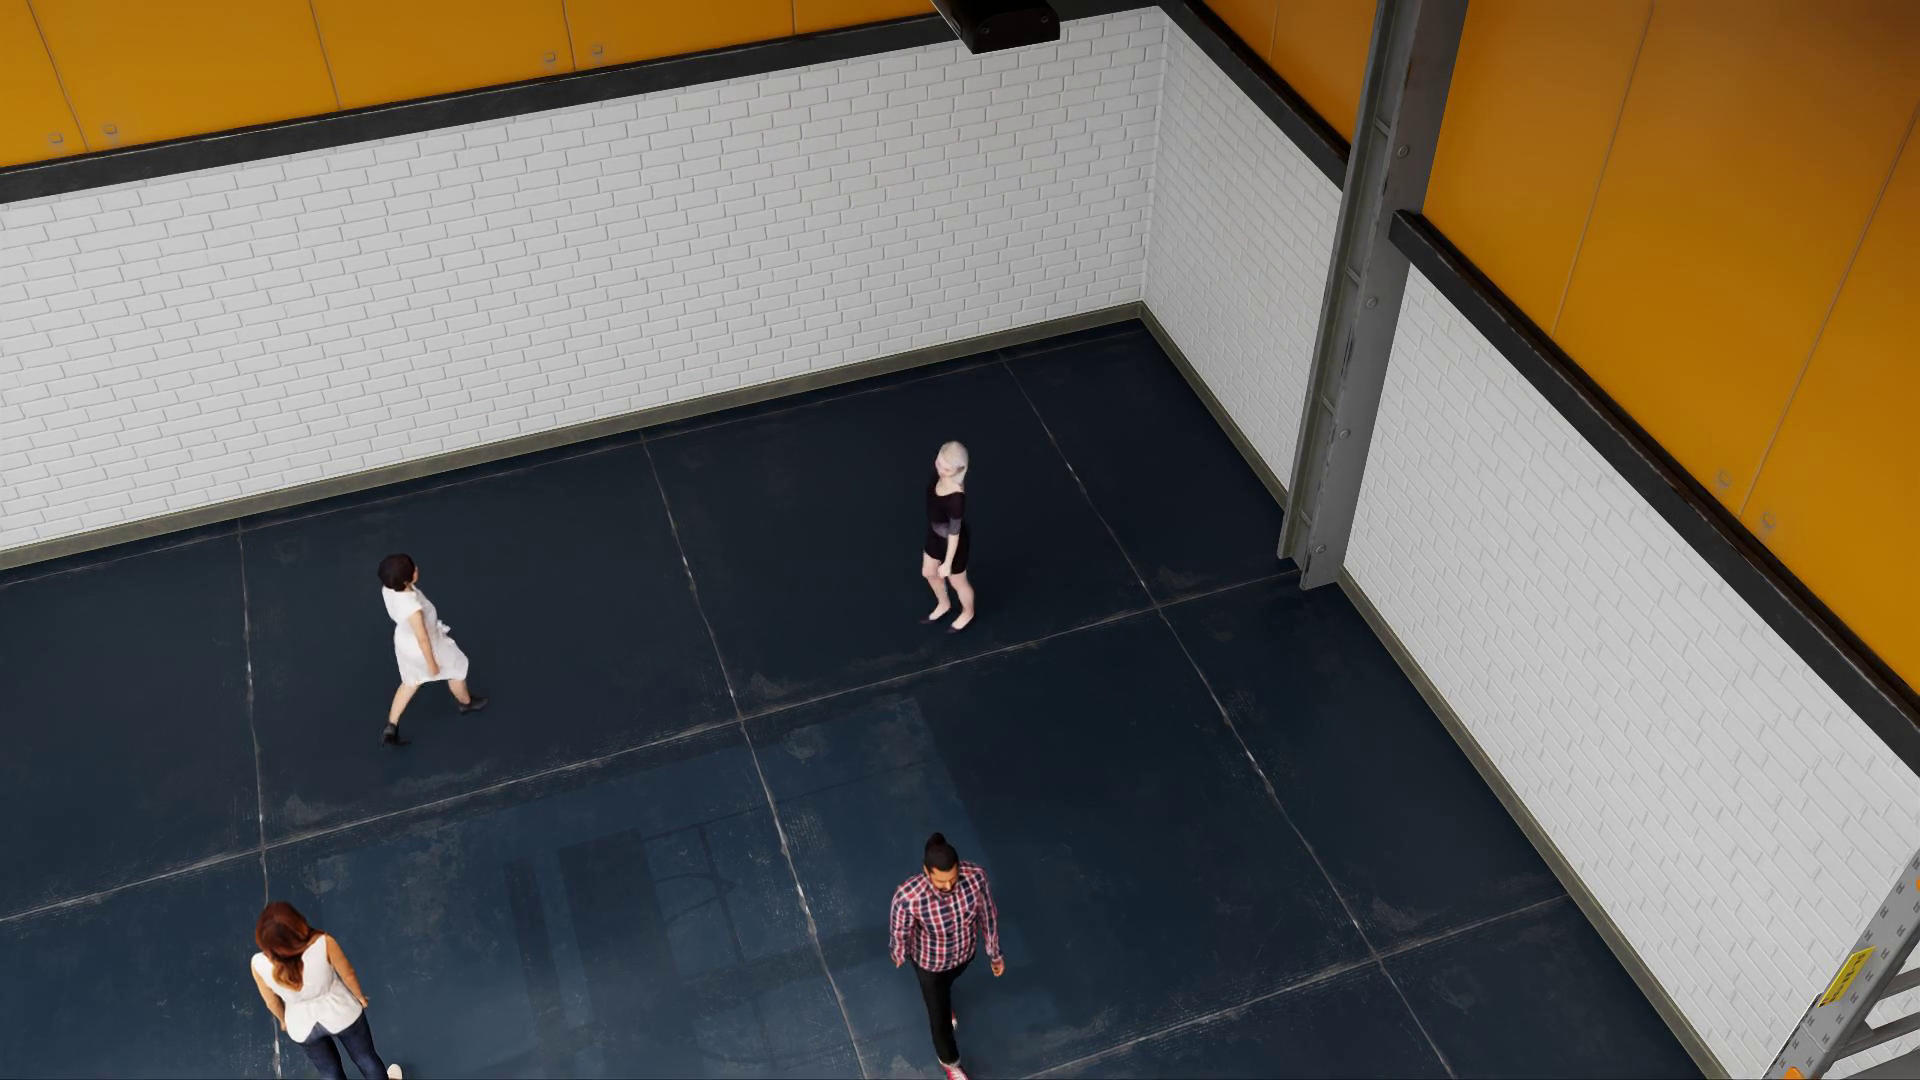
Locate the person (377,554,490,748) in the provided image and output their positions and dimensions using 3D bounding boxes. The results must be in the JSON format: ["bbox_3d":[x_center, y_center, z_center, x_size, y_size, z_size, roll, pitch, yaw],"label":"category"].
[{"bbox_3d":[-3.393,0.701,10.277,0.988,1.529,0.898,32,52,29],"label":"person"}]

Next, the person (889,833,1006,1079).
[{"bbox_3d":[-0.117,2.062,8.703,0.797,1.729,1.039,-22,48,-22],"label":"person"}]

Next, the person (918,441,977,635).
[{"bbox_3d":[-0.034,-0.010,10.826,0.693,1.801,0.548,-7,44,-7],"label":"person"}]

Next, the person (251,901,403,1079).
[{"bbox_3d":[-3.184,2.385,8.324,0.578,1.785,0.514,-13,45,-13],"label":"person"}]
